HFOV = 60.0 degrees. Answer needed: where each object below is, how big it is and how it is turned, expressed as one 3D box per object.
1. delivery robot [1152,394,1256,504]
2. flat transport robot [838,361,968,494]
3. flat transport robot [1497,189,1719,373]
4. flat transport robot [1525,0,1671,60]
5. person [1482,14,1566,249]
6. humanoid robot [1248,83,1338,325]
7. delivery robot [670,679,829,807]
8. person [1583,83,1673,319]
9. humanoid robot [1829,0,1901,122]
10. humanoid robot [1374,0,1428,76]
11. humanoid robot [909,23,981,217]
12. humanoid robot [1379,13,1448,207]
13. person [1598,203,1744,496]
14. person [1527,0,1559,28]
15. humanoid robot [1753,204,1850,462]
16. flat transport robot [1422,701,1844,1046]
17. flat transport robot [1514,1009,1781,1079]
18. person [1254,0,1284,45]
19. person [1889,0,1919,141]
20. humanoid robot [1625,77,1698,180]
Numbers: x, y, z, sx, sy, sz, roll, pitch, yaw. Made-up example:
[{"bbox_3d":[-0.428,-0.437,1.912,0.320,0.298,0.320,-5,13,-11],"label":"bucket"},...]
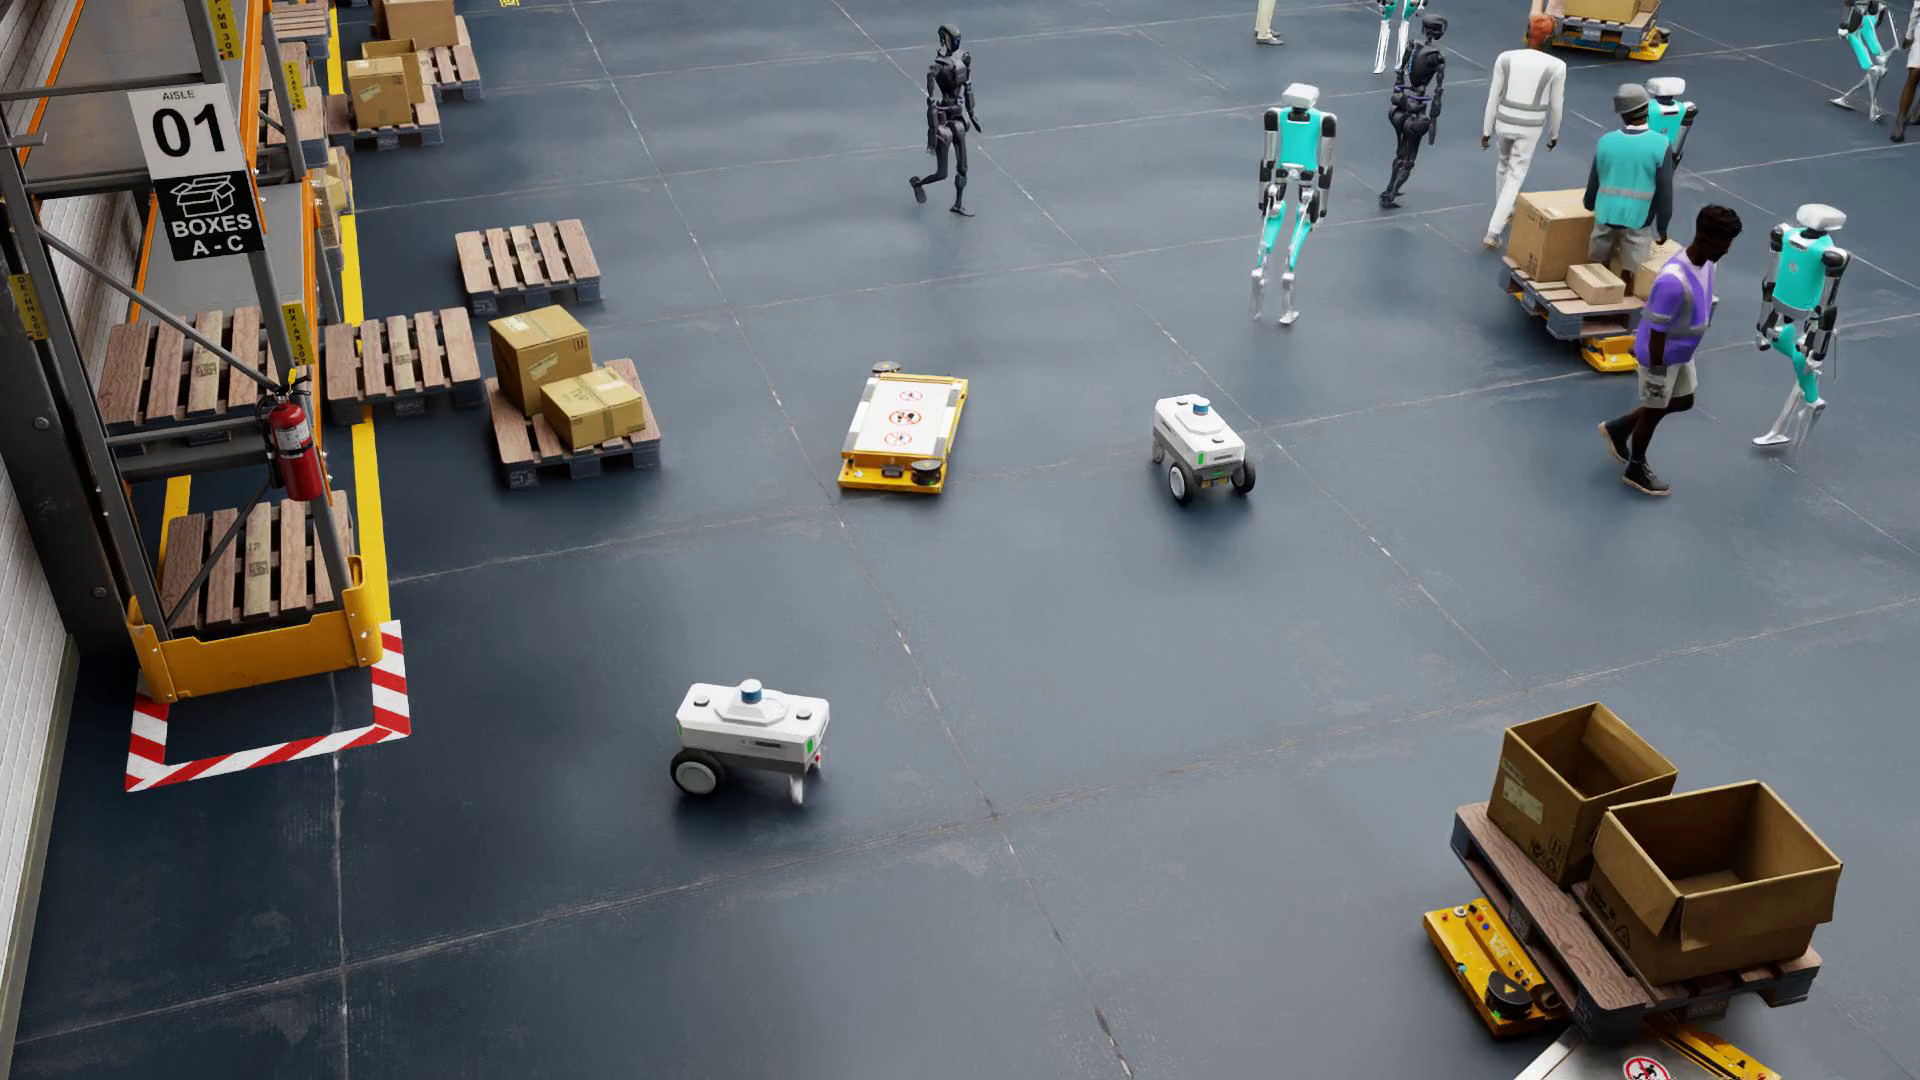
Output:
[{"bbox_3d":[1.511,-0.618,10.524,0.499,0.572,0.747,-11,35,-16],"label":"delivery robot"},{"bbox_3d":[-0.357,-0.755,11.016,0.659,0.231,1.431,4,33,6],"label":"flat transport robot"},{"bbox_3d":[4.752,-1.659,12.402,0.659,0.231,1.431,-6,34,-8],"label":"flat transport robot"},{"bbox_3d":[7.054,-5.562,18.389,1.431,0.231,0.659,17,37,24],"label":"flat transport robot"},{"bbox_3d":[4.540,-3.334,13.529,0.572,1.849,0.932,24,40,31],"label":"person"},{"bbox_3d":[2.381,-2.364,12.165,0.545,1.815,0.673,14,36,20],"label":"humanoid robot"},{"bbox_3d":[-1.029,0.947,8.136,0.757,0.586,0.518,6,34,9],"label":"delivery robot"},{"bbox_3d":[4.733,-2.270,11.859,0.644,1.898,0.438,19,38,27],"label":"person"},{"bbox_3d":[8.944,-4.948,16.182,0.541,1.872,0.820,-16,36,-23],"label":"humanoid robot"},{"bbox_3d":[4.543,-5.645,17.054,0.533,1.673,0.735,6,34,10],"label":"humanoid robot"},{"bbox_3d":[-0.132,-3.568,14.062,0.593,1.638,0.610,24,40,32],"label":"humanoid robot"},{"bbox_3d":[3.825,-3.663,14.216,0.431,1.655,0.609,-14,36,-21],"label":"humanoid robot"},{"bbox_3d":[4.298,-1.153,10.093,0.503,1.940,0.642,28,42,35],"label":"person"},{"bbox_3d":[6.598,-6.398,18.393,0.495,1.664,0.388,11,35,16],"label":"person"},{"bbox_3d":[5.375,-1.256,10.537,0.764,1.882,0.530,-14,36,-20],"label":"humanoid robot"},{"bbox_3d":[2.822,1.723,7.215,1.431,0.231,0.659,-8,34,-12],"label":"flat transport robot"},{"bbox_3d":[2.507,2.248,6.411,1.431,0.231,0.659,-25,41,-33],"label":"flat transport robot"},{"bbox_3d":[3.431,-6.387,18.222,0.383,1.836,0.567,1,33,2],"label":"person"},{"bbox_3d":[9.243,-4.777,15.707,0.559,1.886,0.983,19,38,27],"label":"person"},{"bbox_3d":[5.067,-2.724,12.716,0.533,1.800,0.799,-6,34,-9],"label":"humanoid robot"}]
